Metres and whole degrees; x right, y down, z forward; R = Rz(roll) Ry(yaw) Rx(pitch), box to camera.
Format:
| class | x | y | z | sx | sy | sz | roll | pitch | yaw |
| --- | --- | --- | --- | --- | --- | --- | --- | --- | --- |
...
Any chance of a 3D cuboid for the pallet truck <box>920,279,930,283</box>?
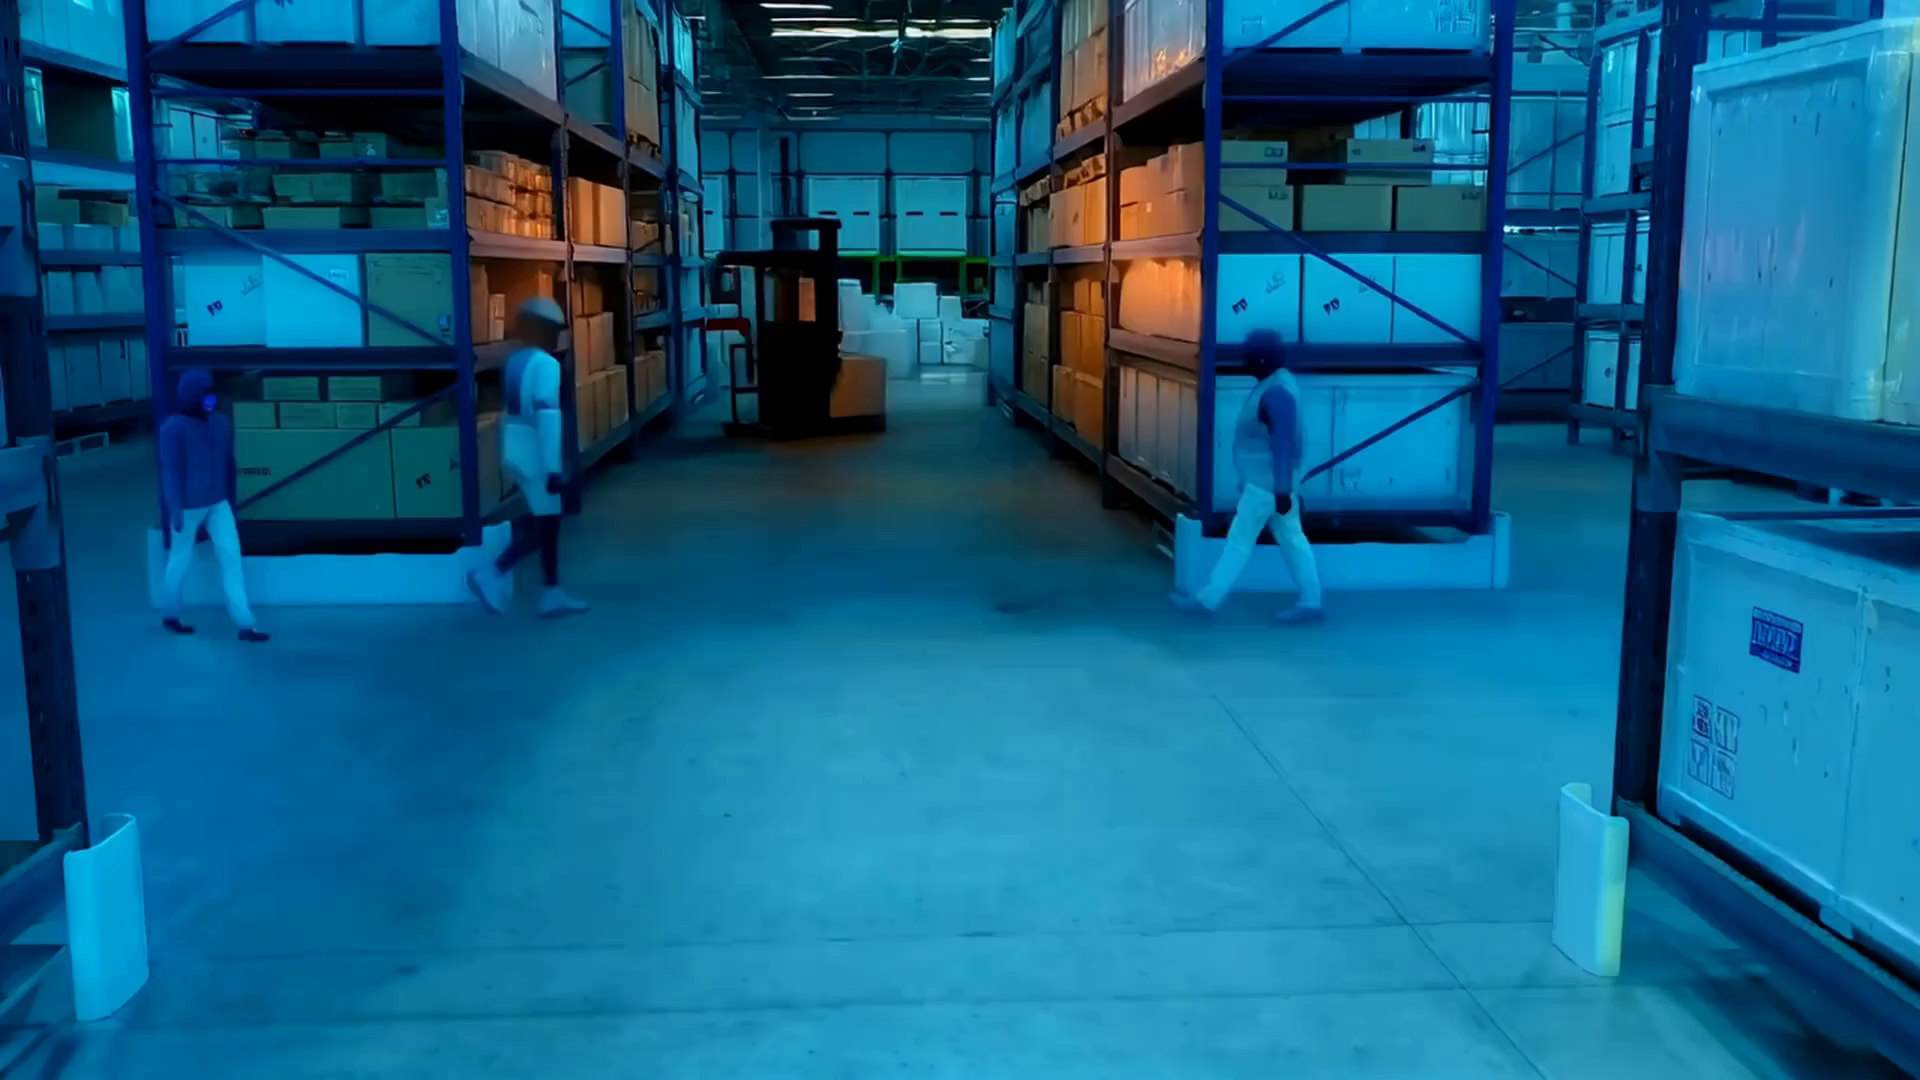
| class | x | y | z | sx | sy | sz | roll | pitch | yaw |
| --- | --- | --- | --- | --- | --- | --- | --- | --- | --- |
| pallet truck | -0.932 | -8.922 | 63.114 | 1.885 | 1.965 | 0.823 | 2 | 9 | 13 |

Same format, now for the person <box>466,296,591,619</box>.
| class | x | y | z | sx | sy | sz | roll | pitch | yaw |
| --- | --- | --- | --- | --- | --- | --- | --- | --- | --- |
| person | -2.675 | -0.494 | 10.192 | 0.741 | 1.989 | 0.705 | -7 | 11 | -37 |

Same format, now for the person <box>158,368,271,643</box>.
| class | x | y | z | sx | sy | sz | roll | pitch | yaw |
| --- | --- | --- | --- | --- | --- | --- | --- | --- | --- |
| person | -4.375 | -0.197 | 9.623 | 0.851 | 1.586 | 0.513 | 6 | 11 | 32 |

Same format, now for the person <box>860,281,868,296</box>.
| class | x | y | z | sx | sy | sz | roll | pitch | yaw |
| --- | --- | --- | --- | --- | --- | --- | --- | --- | --- |
| person | -3.366 | -7.662 | 55.493 | 0.906 | 1.902 | 0.666 | 4 | 10 | 24 |

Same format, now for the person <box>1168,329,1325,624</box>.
| class | x | y | z | sx | sy | sz | roll | pitch | yaw |
| --- | --- | --- | --- | --- | --- | --- | --- | --- | --- |
| person | 1.786 | -0.366 | 10.044 | 0.980 | 1.787 | 0.656 | 2 | 9 | 10 |

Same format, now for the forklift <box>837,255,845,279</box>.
| class | x | y | z | sx | sy | sz | roll | pitch | yaw |
| --- | --- | --- | --- | --- | --- | --- | --- | --- | --- |
| forklift | -4.557 | -8.707 | 59.001 | 1.129 | 2.768 | 1.873 | -5 | 10 | -30 |

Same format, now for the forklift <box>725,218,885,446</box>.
| class | x | y | z | sx | sy | sz | roll | pitch | yaw |
| --- | --- | --- | --- | --- | --- | --- | --- | --- | --- |
| forklift | -1.934 | -2.674 | 21.120 | 1.129 | 2.768 | 1.873 | 8 | 12 | 40 |

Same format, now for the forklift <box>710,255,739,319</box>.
| class | x | y | z | sx | sy | sz | roll | pitch | yaw |
| --- | --- | --- | --- | --- | --- | --- | --- | --- | --- |
| forklift | -8.368 | -8.713 | 59.038 | 1.129 | 2.768 | 1.873 | -1 | 9 | -4 |
